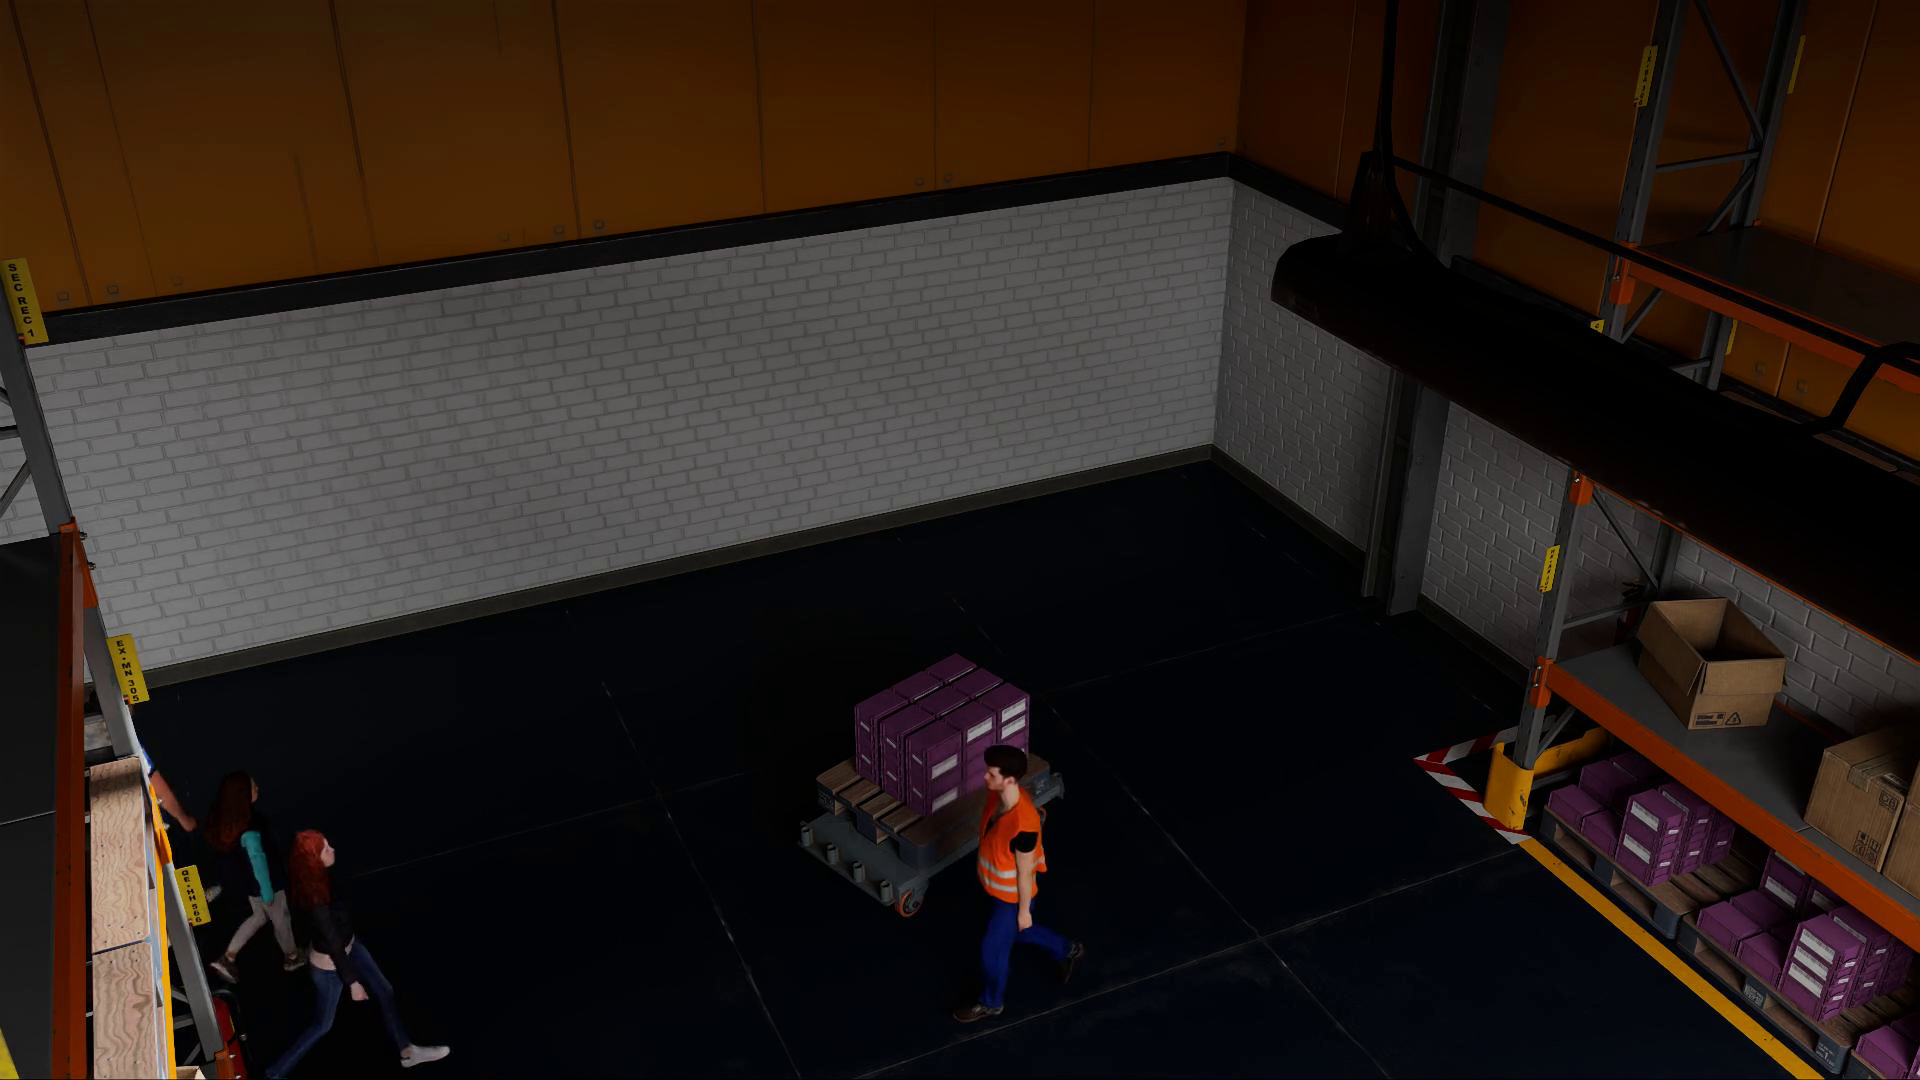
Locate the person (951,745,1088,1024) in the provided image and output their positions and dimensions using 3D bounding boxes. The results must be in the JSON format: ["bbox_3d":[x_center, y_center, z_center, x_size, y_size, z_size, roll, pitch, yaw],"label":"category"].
[{"bbox_3d":[0.366,1.946,9.422,0.834,1.861,1.060,-8,30,-15],"label":"person"}]

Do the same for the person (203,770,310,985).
[{"bbox_3d":[-4.175,1.994,9.727,0.788,1.486,0.862,-23,36,-36],"label":"person"}]

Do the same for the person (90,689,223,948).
[{"bbox_3d":[-4.944,1.690,9.911,1.028,1.843,1.008,17,33,29],"label":"person"}]

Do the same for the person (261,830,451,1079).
[{"bbox_3d":[-3.430,2.314,8.869,0.742,1.746,1.192,-9,30,-16],"label":"person"}]
